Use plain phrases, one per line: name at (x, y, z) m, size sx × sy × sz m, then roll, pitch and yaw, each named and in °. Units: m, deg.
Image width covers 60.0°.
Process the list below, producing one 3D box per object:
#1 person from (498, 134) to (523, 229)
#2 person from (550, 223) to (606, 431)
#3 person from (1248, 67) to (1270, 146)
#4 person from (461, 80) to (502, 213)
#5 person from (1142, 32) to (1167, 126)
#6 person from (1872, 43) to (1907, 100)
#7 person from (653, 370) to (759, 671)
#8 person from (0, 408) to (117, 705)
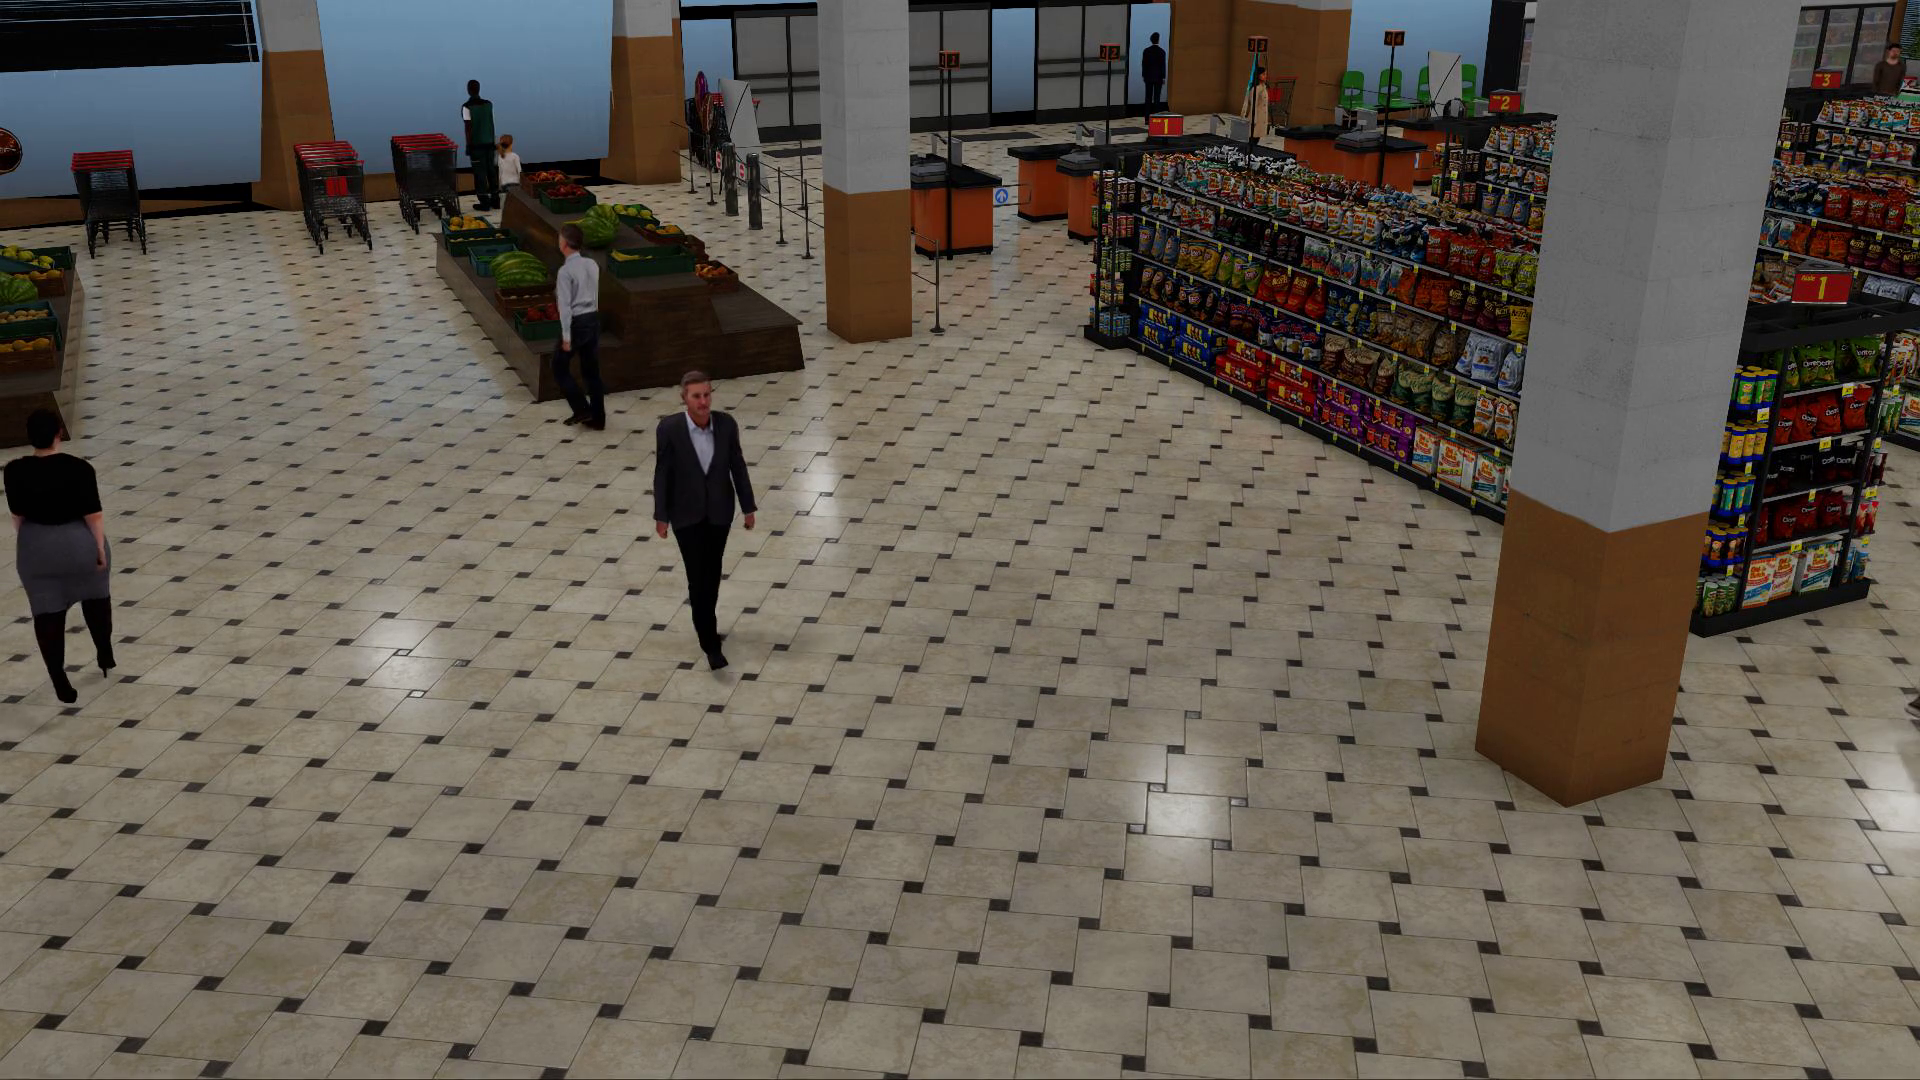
person at (-6.068, -4.751, 22.333) m, size 0.874 × 1.288 × 0.943 m, roll 7°, pitch 23°, yaw 18°
person at (-3.212, -1.807, 14.310) m, size 0.833 × 1.806 × 0.795 m, roll 12°, pitch 25°, yaw 27°
person at (4.781, -6.761, 26.810) m, size 0.744 × 1.680 × 0.722 m, roll 11°, pitch 24°, yaw 26°
person at (-6.878, -5.664, 23.869) m, size 0.776 × 1.838 × 0.779 m, roll 15°, pitch 26°, yaw 32°
person at (3.728, -8.889, 32.040) m, size 0.675 × 1.729 × 0.771 m, roll 12°, pitch 25°, yaw 26°
person at (15.808, -7.548, 28.507) m, size 0.761 × 1.876 × 0.801 m, roll 5°, pitch 22°, yaw 12°
person at (-1.621, -0.186, 10.269) m, size 0.812 × 1.812 × 1.040 m, roll -12°, pitch 25°, yaw -28°
person at (-5.196, 0.130, 9.591) m, size 0.764 × 1.733 × 1.100 m, roll -7°, pitch 23°, yaw -16°
